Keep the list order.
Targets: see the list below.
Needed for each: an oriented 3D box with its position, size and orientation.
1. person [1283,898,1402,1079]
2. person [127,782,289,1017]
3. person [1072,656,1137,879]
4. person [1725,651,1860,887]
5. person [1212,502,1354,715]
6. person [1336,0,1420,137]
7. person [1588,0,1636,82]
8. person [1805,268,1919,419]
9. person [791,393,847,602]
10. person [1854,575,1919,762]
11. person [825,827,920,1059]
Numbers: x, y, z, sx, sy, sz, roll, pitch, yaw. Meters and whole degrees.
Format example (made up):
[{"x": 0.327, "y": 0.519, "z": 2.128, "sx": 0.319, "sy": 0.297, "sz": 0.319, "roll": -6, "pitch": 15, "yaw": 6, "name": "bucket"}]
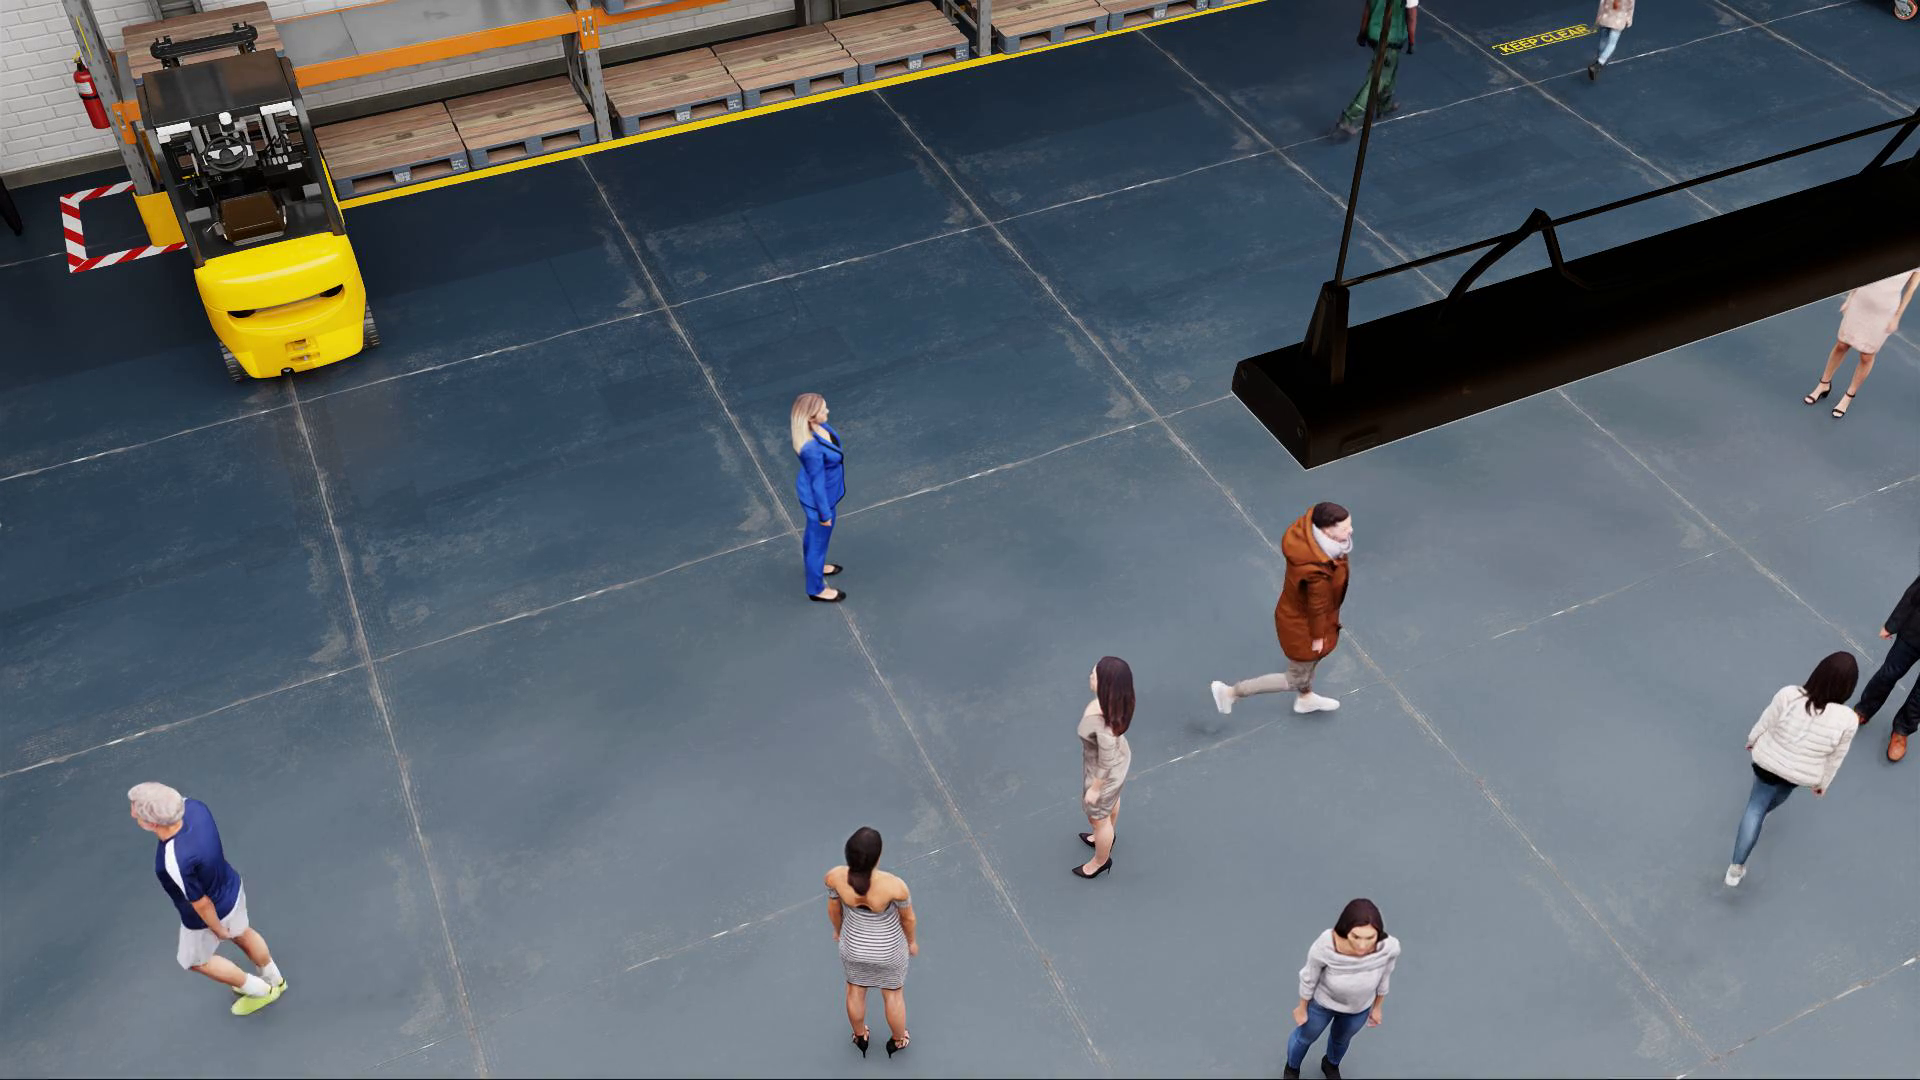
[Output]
[{"x": 1.868, "y": 2.279, "z": 8.256, "sx": 0.581, "sy": 1.633, "sz": 0.730, "roll": -2, "pitch": 44, "yaw": -2, "name": "person"}, {"x": -3.791, "y": 1.839, "z": 8.579, "sx": 0.722, "sy": 1.825, "sz": 0.723, "roll": -4, "pitch": 44, "yaw": -4, "name": "person"}, {"x": 0.806, "y": 1.264, "z": 9.239, "sx": 0.701, "sy": 1.746, "sz": 0.659, "roll": 11, "pitch": 45, "yaw": 11, "name": "person"}, {"x": 4.613, "y": 1.299, "z": 9.310, "sx": 1.031, "sy": 1.597, "sz": 1.170, "roll": 21, "pitch": 48, "yaw": 21, "name": "person"}, {"x": 1.989, "y": 0.487, "z": 10.010, "sx": 1.196, "sy": 1.810, "sz": 1.006, "roll": 1, "pitch": 44, "yaw": 1, "name": "person"}, {"x": 3.878, "y": -4.575, "z": 15.328, "sx": 1.241, "sy": 1.803, "sz": 0.840, "roll": -26, "pitch": 50, "yaw": -25, "name": "person"}, {"x": 6.403, "y": -5.091, "z": 16.319, "sx": 0.683, "sy": 1.182, "sz": 0.856, "roll": 29, "pitch": 51, "yaw": 27, "name": "person"}, {"x": 6.765, "y": -1.708, "z": 12.299, "sx": 0.584, "sy": 1.829, "sz": 0.622, "roll": -31, "pitch": 51, "yaw": -28, "name": "person"}, {"x": -0.948, "y": -0.288, "z": 10.903, "sx": 0.628, "sy": 1.700, "sz": 0.671, "roll": -7, "pitch": 44, "yaw": -7, "name": "person"}, {"x": 5.822, "y": 0.583, "z": 9.918, "sx": 0.769, "sy": 1.798, "sz": 0.724, "roll": 31, "pitch": 52, "yaw": 29, "name": "person"}, {"x": -0.440, "y": 2.054, "z": 8.355, "sx": 0.658, "sy": 1.824, "sz": 0.746, "roll": 8, "pitch": 44, "yaw": 8, "name": "person"}]
